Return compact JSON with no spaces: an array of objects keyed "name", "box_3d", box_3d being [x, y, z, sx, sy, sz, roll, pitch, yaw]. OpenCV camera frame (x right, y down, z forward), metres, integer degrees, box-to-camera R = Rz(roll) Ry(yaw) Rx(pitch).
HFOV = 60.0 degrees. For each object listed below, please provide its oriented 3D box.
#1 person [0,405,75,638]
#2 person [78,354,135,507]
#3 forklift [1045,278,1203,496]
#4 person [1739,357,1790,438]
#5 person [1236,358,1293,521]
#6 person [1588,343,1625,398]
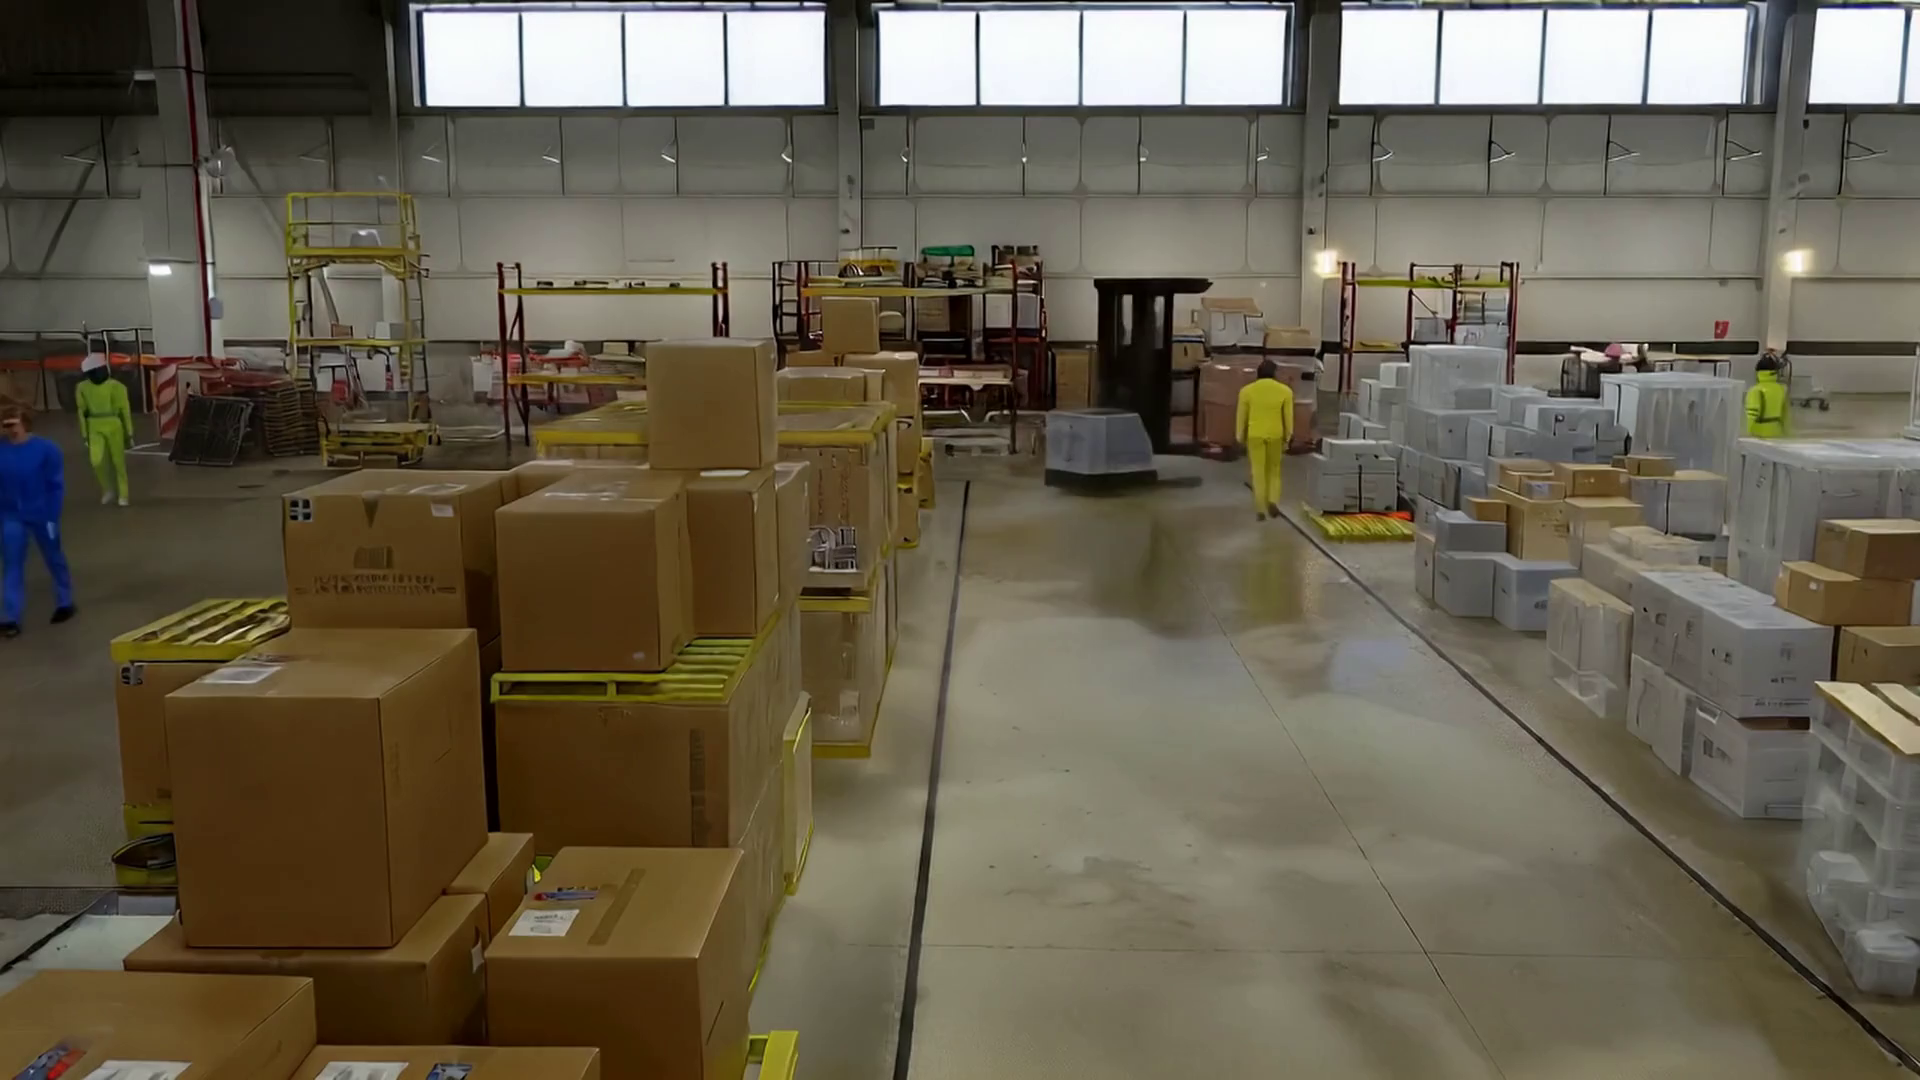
[{"name":"person","box_3d":[-7.659,-0.170,13.665,0.636,1.883,1.062,-1,10,-6]},{"name":"person","box_3d":[-10.565,-1.350,20.637,0.672,1.900,0.454,-2,10,-13]},{"name":"forklift","box_3d":[2.164,-2.067,22.016,1.873,2.768,1.129,-6,11,-32]},{"name":"person","box_3d":[9.584,-1.240,20.008,0.568,1.901,0.886,-3,10,-16]},{"name":"person","box_3d":[3.602,-1.199,19.737,0.644,1.909,0.809,1,10,5]},{"name":"person","box_3d":[8.873,-1.730,22.838,0.603,1.942,1.050,-1,10,-9]}]
